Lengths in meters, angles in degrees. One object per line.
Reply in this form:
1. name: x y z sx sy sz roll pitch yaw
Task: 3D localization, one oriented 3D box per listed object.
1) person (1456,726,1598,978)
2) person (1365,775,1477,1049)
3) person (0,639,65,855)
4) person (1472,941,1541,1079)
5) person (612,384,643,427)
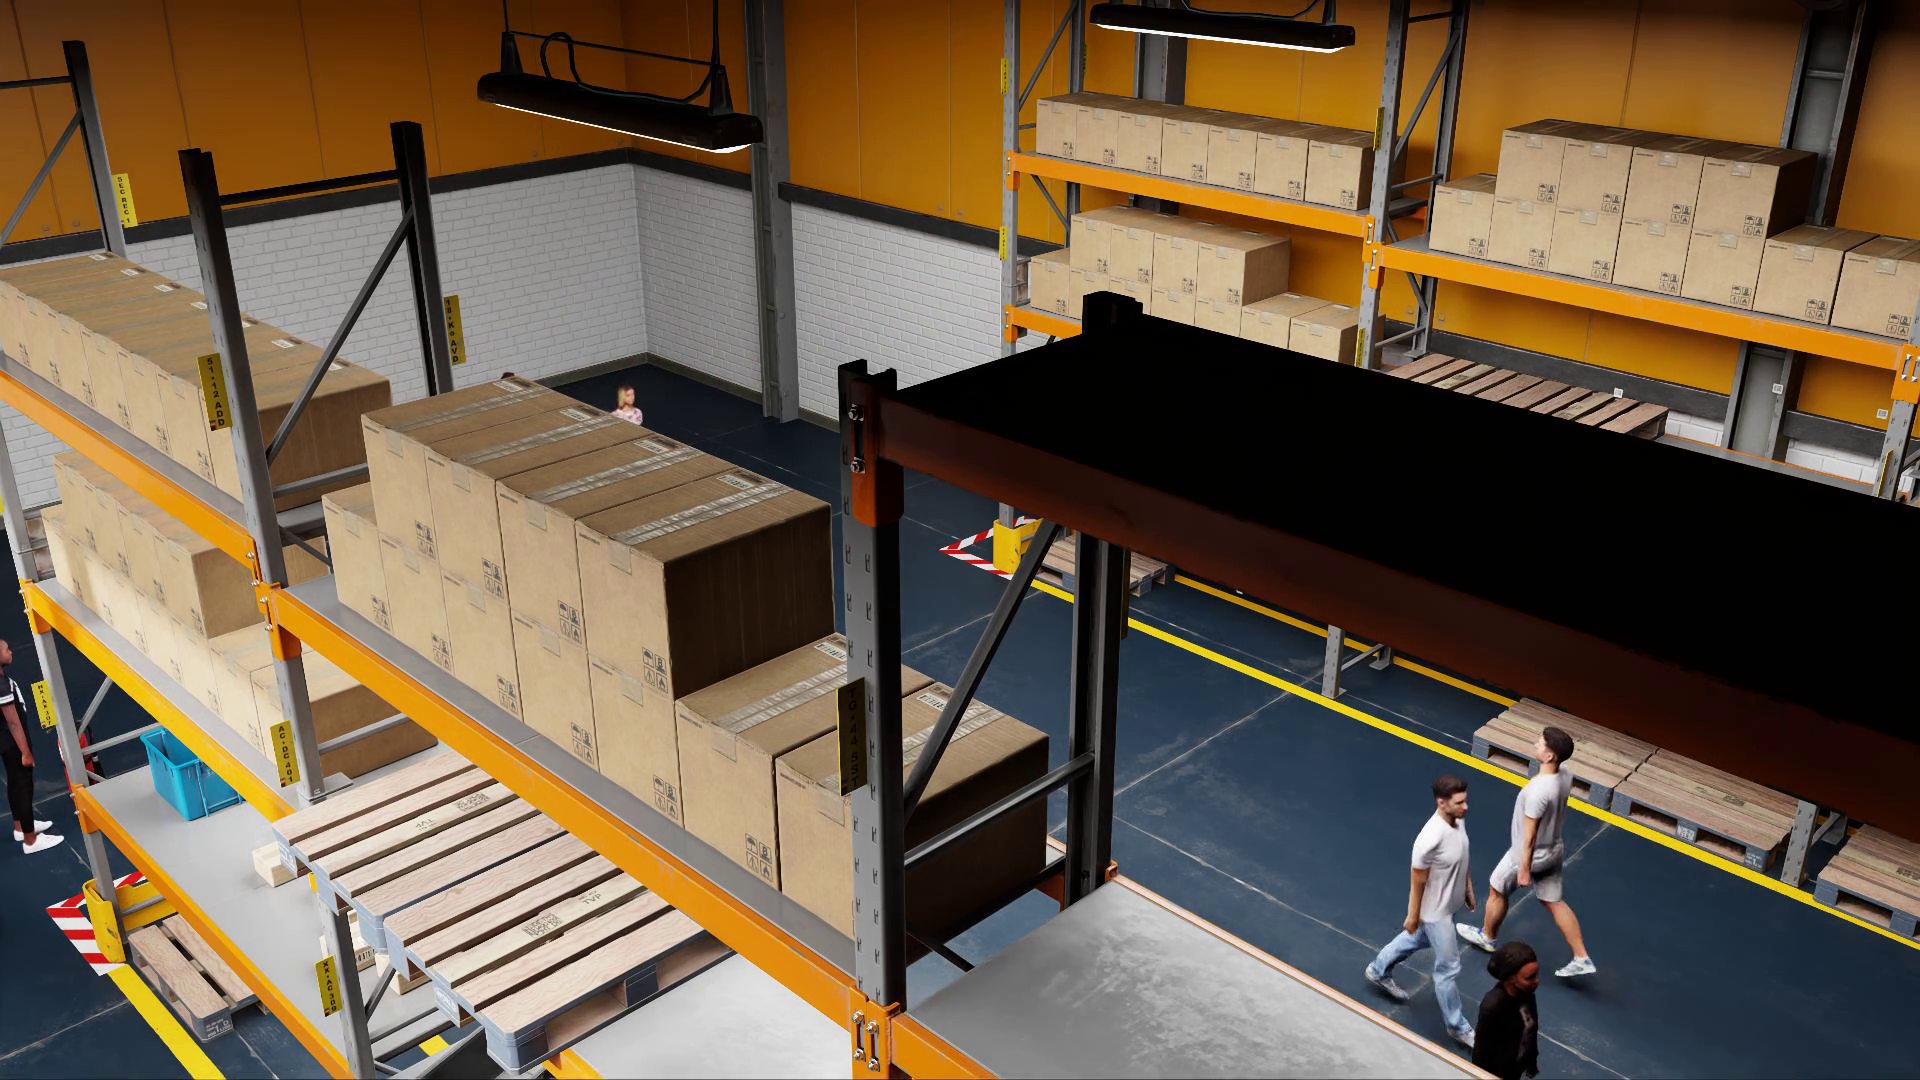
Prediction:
1. person: 3.895 2.095 10.986 0.694 1.821 1.198 -20 31 -39
2. person: 2.964 2.275 10.577 1.205 1.819 0.785 17 29 34
3. person: -7.086 1.515 12.430 0.657 1.728 0.472 -20 31 -38
4. person: 2.965 2.909 9.327 0.625 1.658 0.986 -20 30 -38
5. person: -3.681 -0.929 18.177 0.613 1.601 1.091 -18 30 -36
